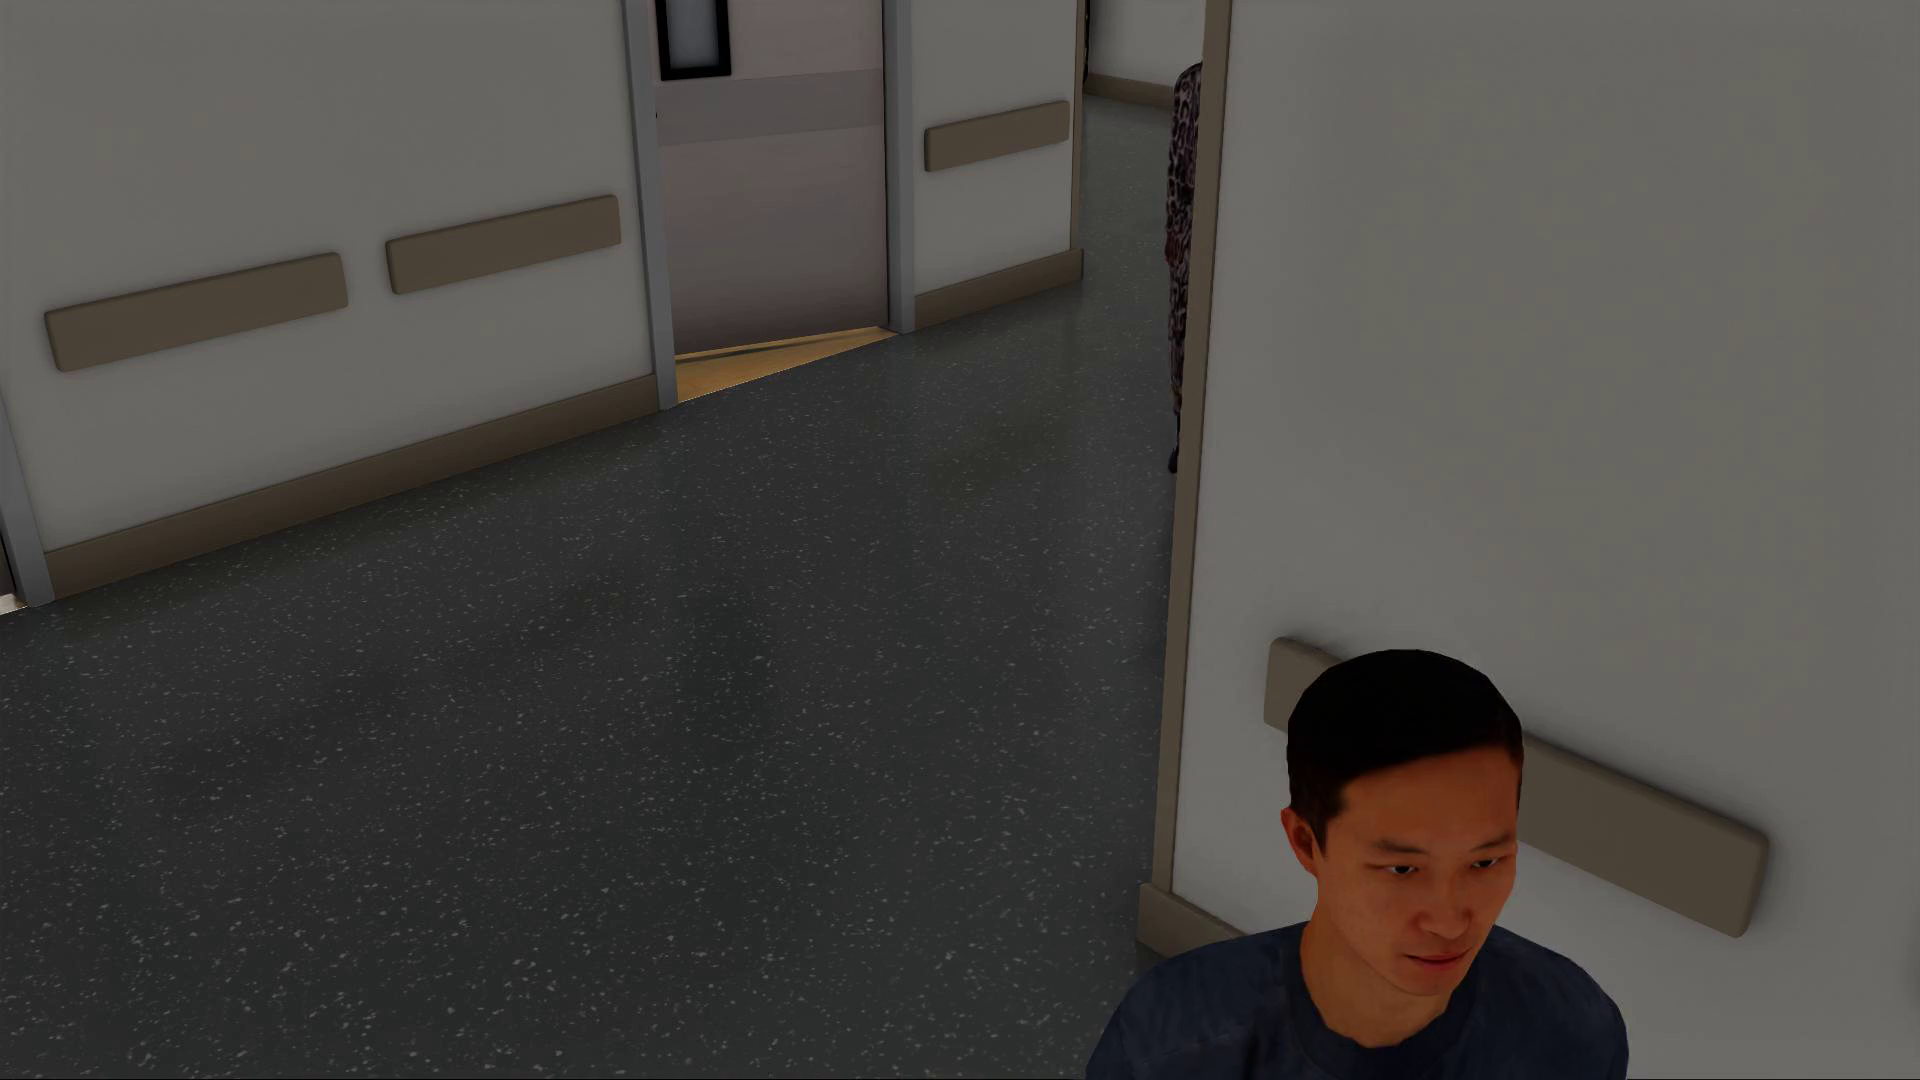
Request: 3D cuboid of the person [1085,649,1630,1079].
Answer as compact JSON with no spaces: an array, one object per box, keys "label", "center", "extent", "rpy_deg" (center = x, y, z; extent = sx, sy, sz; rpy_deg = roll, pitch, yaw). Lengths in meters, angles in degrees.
[{"label":"person","center":[0.340,0.871,1.766],"extent":[1.115,1.782,1.091],"rpy_deg":[-5,26,-11]}]
